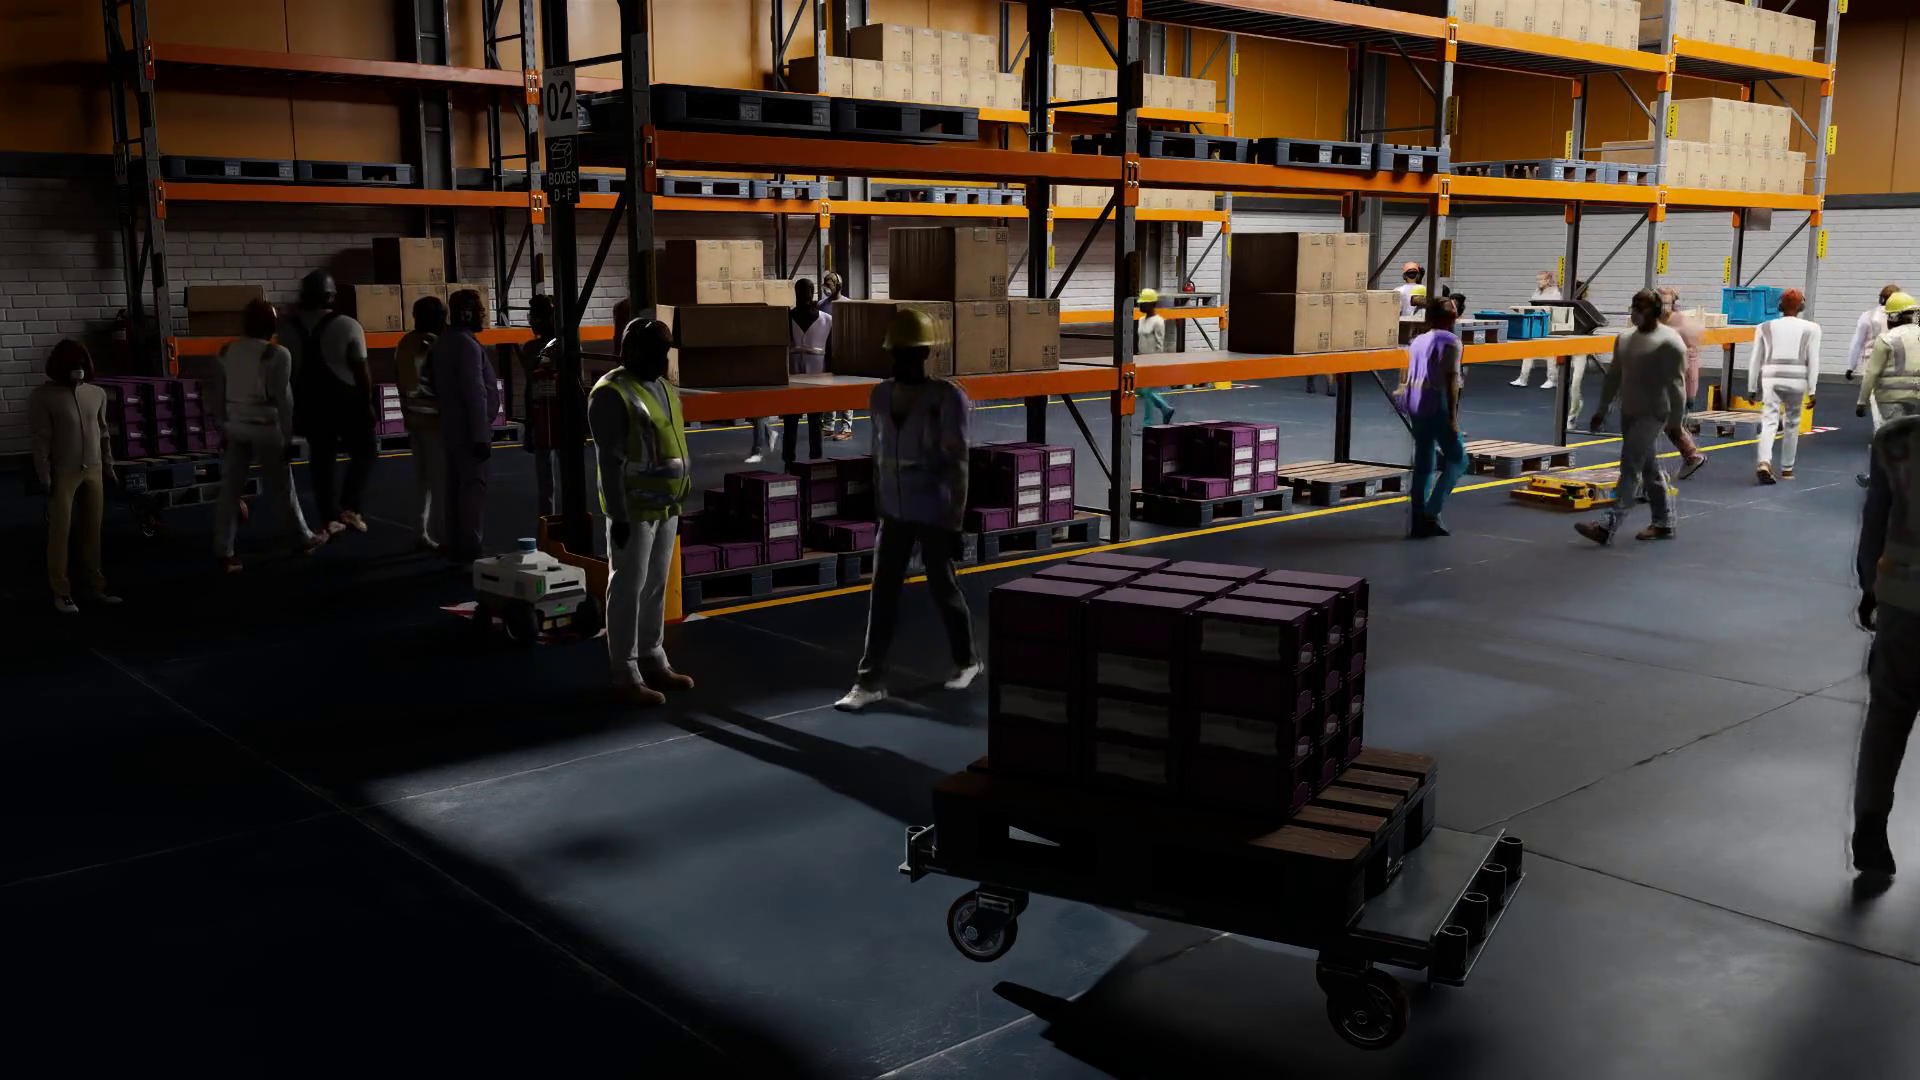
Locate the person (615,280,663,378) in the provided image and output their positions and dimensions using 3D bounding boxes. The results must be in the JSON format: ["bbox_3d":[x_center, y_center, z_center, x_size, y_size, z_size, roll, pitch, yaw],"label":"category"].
[{"bbox_3d":[-3.613,-2.049,18.777,0.642,1.980,0.487,5,11,28],"label":"person"}]

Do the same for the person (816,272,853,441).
[{"bbox_3d":[-1.452,-2.112,19.205,0.631,1.940,0.372,8,12,37],"label":"person"}]

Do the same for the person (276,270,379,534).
[{"bbox_3d":[-4.763,-1.038,12.616,0.733,2.000,0.535,1,10,8],"label":"person"}]

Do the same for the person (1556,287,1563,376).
[{"bbox_3d":[10.686,-3.741,29.620,0.311,1.639,0.514,-1,10,-3],"label":"person"}]

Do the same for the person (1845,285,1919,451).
[{"bbox_3d":[10.118,-1.886,18.275,0.662,1.793,0.841,2,10,9],"label":"person"}]

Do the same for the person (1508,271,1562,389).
[{"bbox_3d":[9.221,-3.347,26.577,0.888,1.875,0.658,-4,10,-21],"label":"person"}]

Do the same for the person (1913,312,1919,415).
[{"bbox_3d":[10.430,-1.751,17.994,0.508,1.629,0.317,4,11,23],"label":"person"}]

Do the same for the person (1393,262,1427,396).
[{"bbox_3d":[6.833,-3.198,25.288,0.605,2.033,0.399,-1,10,-8],"label":"person"}]

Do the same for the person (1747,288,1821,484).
[{"bbox_3d":[7.708,-1.438,15.604,0.590,1.842,0.939,6,11,30],"label":"person"}]

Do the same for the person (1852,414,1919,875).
[{"bbox_3d":[3.372,0.206,5.715,0.602,1.919,0.927,9,13,41],"label":"person"}]

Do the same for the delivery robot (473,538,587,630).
[{"bbox_3d":[-2.401,0.232,9.253,0.707,0.478,0.477,9,13,42],"label":"delivery robot"}]

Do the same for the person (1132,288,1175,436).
[{"bbox_3d":[2.309,-2.116,19.794,0.582,1.753,0.529,-4,11,-24],"label":"person"}]

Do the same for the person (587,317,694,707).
[{"bbox_3d":[-1.502,-0.140,7.965,0.430,1.838,0.619,3,10,18],"label":"person"}]

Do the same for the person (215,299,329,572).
[{"bbox_3d":[-4.792,-0.723,11.387,0.668,1.821,1.012,2,10,13],"label":"person"}]

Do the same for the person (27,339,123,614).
[{"bbox_3d":[-5.314,-0.388,10.000,0.280,1.633,0.498,5,11,27],"label":"person"}]

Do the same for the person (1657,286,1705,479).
[{"bbox_3d":[6.606,-1.439,15.514,0.872,1.864,0.671,-7,12,-36],"label":"person"}]

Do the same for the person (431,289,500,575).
[{"bbox_3d":[-3.280,-0.722,11.159,0.403,1.906,0.651,-7,12,-34],"label":"person"}]

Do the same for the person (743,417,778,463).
[{"bbox_3d":[-2.077,-1.616,17.249,0.503,1.613,0.582,6,11,31],"label":"person"}]

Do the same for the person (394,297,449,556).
[{"bbox_3d":[-3.743,-0.798,11.831,0.643,1.839,0.444,9,13,44],"label":"person"}]

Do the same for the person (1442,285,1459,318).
[{"bbox_3d":[7.183,-2.962,24.879,0.539,1.700,0.317,3,10,17],"label":"person"}]

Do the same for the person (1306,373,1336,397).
[{"bbox_3d":[5.568,-3.168,25.522,0.545,1.900,0.954,0,10,-2],"label":"person"}]

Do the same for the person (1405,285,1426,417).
[{"bbox_3d":[6.057,-2.501,22.053,0.294,1.744,0.484,-2,10,-11],"label":"person"}]

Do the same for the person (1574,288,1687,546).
[{"bbox_3d":[4.951,-0.900,12.244,0.905,1.902,0.644,-3,10,-15],"label":"person"}]

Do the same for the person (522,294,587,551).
[{"bbox_3d":[-2.824,-0.768,11.554,0.519,1.865,0.335,4,11,24],"label":"person"}]

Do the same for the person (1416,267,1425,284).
[{"bbox_3d":[7.231,-3.358,26.412,0.361,1.964,0.613,0,10,2],"label":"person"}]

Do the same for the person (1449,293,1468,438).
[{"bbox_3d":[5.779,-2.052,19.556,0.317,1.696,0.540,-5,11,-26],"label":"person"}]

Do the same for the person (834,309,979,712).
[{"bbox_3d":[-0.216,-0.158,7.942,0.602,1.886,0.901,7,12,34],"label":"person"}]

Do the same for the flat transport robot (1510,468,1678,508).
[{"bbox_3d":[5.510,-0.462,14.417,1.431,0.197,0.652,-6,12,-33],"label":"flat transport robot"}]

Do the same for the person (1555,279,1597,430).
[{"bbox_3d":[7.590,-2.275,20.440,0.605,1.850,0.528,-10,14,-44],"label":"person"}]

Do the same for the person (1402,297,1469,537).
[{"bbox_3d":[3.588,-0.917,12.542,0.457,1.816,0.624,-4,10,-20],"label":"person"}]

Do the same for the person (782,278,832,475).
[{"bbox_3d":[-1.482,-1.524,15.825,0.587,1.918,0.393,-1,10,-7],"label":"person"}]

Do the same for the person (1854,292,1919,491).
[{"bbox_3d":[8.144,-1.260,14.601,0.619,1.810,0.680,-3,10,-16],"label":"person"}]
